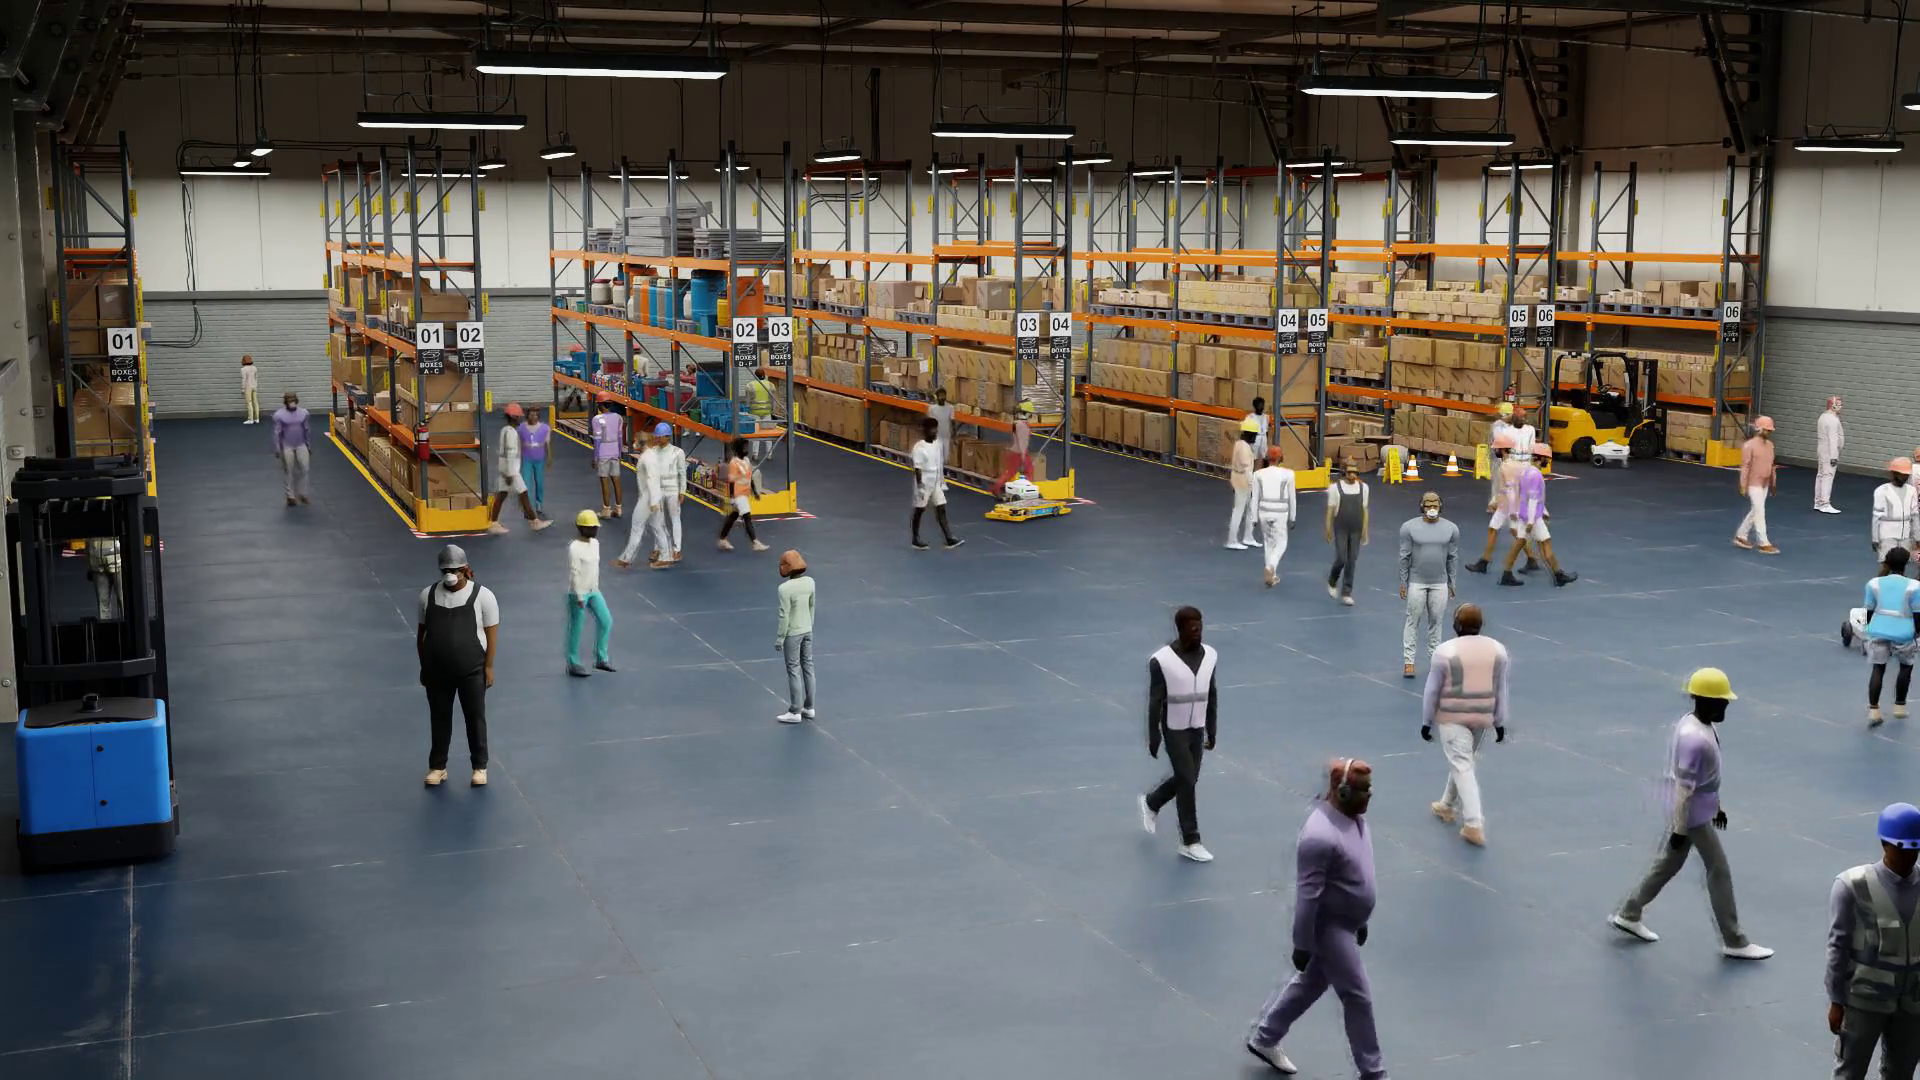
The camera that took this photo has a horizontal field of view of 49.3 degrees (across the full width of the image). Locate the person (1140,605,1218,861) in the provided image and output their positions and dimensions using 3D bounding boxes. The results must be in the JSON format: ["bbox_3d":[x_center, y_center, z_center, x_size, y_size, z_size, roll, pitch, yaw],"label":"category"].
[{"bbox_3d":[1.629,1.399,15.716,0.590,1.892,0.826,-6,10,-34],"label":"person"}]

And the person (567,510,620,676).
[{"bbox_3d":[-3.832,0.558,21.753,0.620,1.748,0.542,4,9,26],"label":"person"}]

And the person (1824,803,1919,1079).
[{"bbox_3d":[4.479,2.206,10.107,0.605,1.948,0.405,-1,9,-3],"label":"person"}]

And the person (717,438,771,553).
[{"bbox_3d":[-3.157,-0.652,30.148,0.865,1.650,0.536,2,9,14],"label":"person"}]

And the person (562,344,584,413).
[{"bbox_3d":[-9.229,-3.744,50.030,1.019,1.881,0.552,-7,11,-38],"label":"person"}]

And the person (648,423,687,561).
[{"bbox_3d":[-4.124,-0.674,29.307,0.617,1.946,0.396,3,9,21],"label":"person"}]

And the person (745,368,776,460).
[{"bbox_3d":[-4.010,-2.528,42.034,0.634,1.839,0.429,-3,9,-18],"label":"person"}]

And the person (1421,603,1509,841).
[{"bbox_3d":[3.882,1.376,16.171,0.639,1.797,0.945,-3,9,-16],"label":"person"}]

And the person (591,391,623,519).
[{"bbox_3d":[-5.686,-1.369,33.625,0.397,2.043,0.609,7,11,38],"label":"person"}]

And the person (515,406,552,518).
[{"bbox_3d":[-6.929,-1.291,33.998,0.593,1.789,0.972,-1,9,-10],"label":"person"}]

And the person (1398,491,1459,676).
[{"bbox_3d":[4.874,0.456,21.804,0.627,1.940,0.372,0,9,-1],"label":"person"}]

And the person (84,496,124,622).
[{"bbox_3d":[-9.439,0.290,23.262,0.590,1.833,0.404,1,9,4],"label":"person"}]

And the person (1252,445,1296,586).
[{"bbox_3d":[4.046,-0.301,27.123,0.571,1.861,0.721,4,9,24],"label":"person"}]

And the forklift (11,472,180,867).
[{"bbox_3d":[-6.630,0.886,15.957,1.129,2.768,1.873,-3,9,-21],"label":"forklift"}]

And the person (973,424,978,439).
[{"bbox_3d":[0.426,-2.962,45.324,0.511,1.702,0.822,-3,9,-19],"label":"person"}]

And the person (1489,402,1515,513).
[{"bbox_3d":[8.892,-1.336,34.157,0.494,1.815,0.605,6,10,35],"label":"person"}]

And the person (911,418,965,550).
[{"bbox_3d":[-0.370,-0.793,30.165,0.951,1.920,0.641,8,11,41],"label":"person"}]

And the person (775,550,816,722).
[{"bbox_3d":[-1.559,0.903,19.837,0.278,1.633,0.498,6,10,35],"label":"person"}]

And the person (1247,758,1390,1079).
[{"bbox_3d":[2.001,2.071,11.350,0.995,1.857,0.650,4,10,27],"label":"person"}]

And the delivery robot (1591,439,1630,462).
[{"bbox_3d":[12.676,-1.732,40.800,0.707,0.478,0.477,2,9,14],"label":"delivery robot"}]

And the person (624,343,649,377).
[{"bbox_3d":[-7.642,-3.682,49.411,0.616,1.945,0.992,0,9,0],"label":"person"}]

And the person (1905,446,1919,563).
[{"bbox_3d":[13.337,-0.494,29.135,0.523,1.638,0.310,3,9,19],"label":"person"}]

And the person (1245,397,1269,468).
[{"bbox_3d":[5.272,-1.667,36.825,0.540,1.673,0.630,-4,9,-25],"label":"person"}]

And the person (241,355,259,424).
[{"bbox_3d":[-16.856,-3.570,49.664,0.286,1.632,0.501,4,9,24],"label":"person"}]

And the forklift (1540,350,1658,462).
[{"bbox_3d":[12.897,-2.725,42.309,2.313,2.155,1.214,-3,9,-21],"label":"forklift"}]

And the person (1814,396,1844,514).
[{"bbox_3d":[14.257,-1.400,34.292,0.399,1.908,0.643,1,9,7],"label":"person"}]

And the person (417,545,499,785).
[{"bbox_3d":[-4.225,1.066,17.542,0.680,2.000,0.537,0,9,1],"label":"person"}]

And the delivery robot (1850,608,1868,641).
[{"bbox_3d":[10.090,0.916,23.160,0.477,0.478,0.707,2,9,11],"label":"delivery robot"}]

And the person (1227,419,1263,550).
[{"bbox_3d":[4.181,-0.799,30.267,0.694,1.900,0.619,0,9,2],"label":"person"}]

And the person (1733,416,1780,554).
[{"bbox_3d":[11.531,-0.815,30.209,0.634,1.964,0.844,-6,10,-33],"label":"person"}]

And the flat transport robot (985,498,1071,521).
[{"bbox_3d":[1.106,-0.498,33.844,0.652,0.197,1.431,7,11,40],"label":"flat transport robot"}]

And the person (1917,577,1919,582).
[{"bbox_3d":[11.939,-0.058,25.406,0.555,1.904,0.897,-2,9,-11],"label":"person"}]

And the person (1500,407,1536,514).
[{"bbox_3d":[8.738,-1.153,32.770,0.628,1.863,0.416,-1,9,-8],"label":"person"}]

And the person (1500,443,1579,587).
[{"bbox_3d":[7.535,-0.322,27.234,0.990,1.867,0.536,0,9,1],"label":"person"}]

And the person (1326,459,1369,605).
[{"bbox_3d":[4.809,-0.106,25.942,0.503,1.826,0.450,-2,9,-10],"label":"person"}]

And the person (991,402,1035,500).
[{"bbox_3d":[0.969,-1.513,35.670,0.853,1.717,0.545,3,9,17],"label":"person"}]

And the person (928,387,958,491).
[{"bbox_3d":[-0.334,-1.828,37.362,0.523,1.849,0.800,-3,9,-21],"label":"person"}]

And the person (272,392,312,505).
[{"bbox_3d":[-11.154,-1.523,35.082,0.658,1.910,0.752,-6,10,-34],"label":"person"}]

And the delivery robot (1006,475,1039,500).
[{"bbox_3d":[1.031,-0.831,34.806,0.477,0.478,0.707,-4,9,-22],"label":"delivery robot"}]

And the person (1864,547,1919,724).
[{"bbox_3d":[8.815,0.892,19.763,0.553,1.664,0.684,7,11,39],"label":"person"}]

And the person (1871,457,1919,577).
[{"bbox_3d":[11.261,-0.043,25.176,0.568,1.923,0.438,-2,9,-15],"label":"person"}]

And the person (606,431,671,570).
[{"bbox_3d":[-4.398,-0.535,28.561,0.953,1.894,0.636,-1,9,-8],"label":"person"}]

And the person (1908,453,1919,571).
[{"bbox_3d":[12.251,-0.213,26.438,0.717,1.882,0.441,-2,9,-15],"label":"person"}]

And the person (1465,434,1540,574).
[{"bbox_3d":[7.386,-0.478,28.219,0.978,1.897,0.552,4,9,23],"label":"person"}]

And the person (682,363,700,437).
[{"bbox_3d":[-5.971,-3.126,46.694,0.515,1.636,0.315,1,9,9],"label":"person"}]

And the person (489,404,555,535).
[{"bbox_3d":[-6.722,-1.070,31.800,1.039,1.986,0.631,-4,9,-26],"label":"person"}]

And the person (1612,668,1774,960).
[{"bbox_3d":[4.735,1.732,13.510,0.985,1.885,0.598,3,9,20],"label":"person"}]
